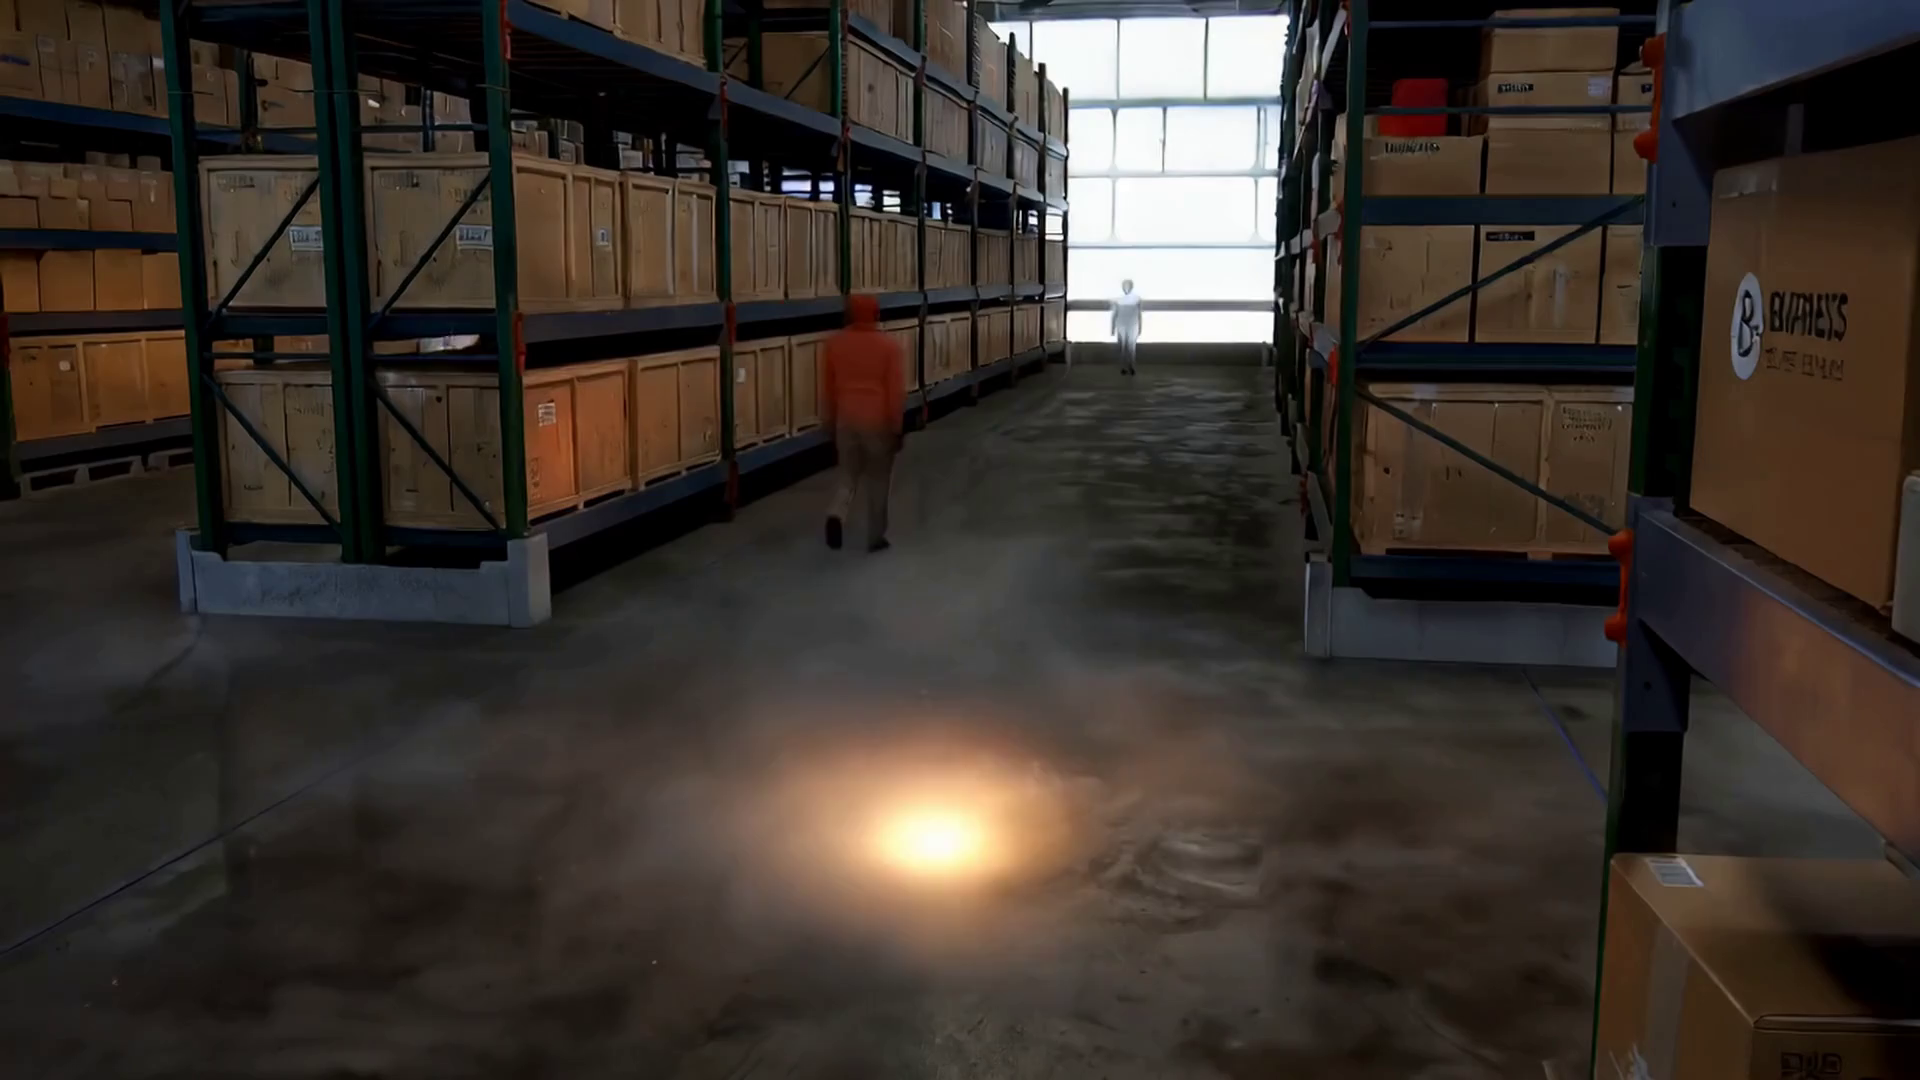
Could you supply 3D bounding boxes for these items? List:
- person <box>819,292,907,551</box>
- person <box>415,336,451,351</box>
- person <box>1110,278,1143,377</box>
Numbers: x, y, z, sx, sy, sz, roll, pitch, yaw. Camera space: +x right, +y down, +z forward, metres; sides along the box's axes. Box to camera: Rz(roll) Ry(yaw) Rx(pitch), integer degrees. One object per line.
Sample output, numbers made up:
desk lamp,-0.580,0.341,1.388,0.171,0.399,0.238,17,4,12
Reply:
person,-0.705,-0.829,11.914,0.648,1.887,0.630,3,10,18
person,-4.616,-1.238,14.719,0.386,1.812,0.719,-1,9,-8
person,3.231,-4.109,32.232,0.653,1.886,1.020,0,9,-1
